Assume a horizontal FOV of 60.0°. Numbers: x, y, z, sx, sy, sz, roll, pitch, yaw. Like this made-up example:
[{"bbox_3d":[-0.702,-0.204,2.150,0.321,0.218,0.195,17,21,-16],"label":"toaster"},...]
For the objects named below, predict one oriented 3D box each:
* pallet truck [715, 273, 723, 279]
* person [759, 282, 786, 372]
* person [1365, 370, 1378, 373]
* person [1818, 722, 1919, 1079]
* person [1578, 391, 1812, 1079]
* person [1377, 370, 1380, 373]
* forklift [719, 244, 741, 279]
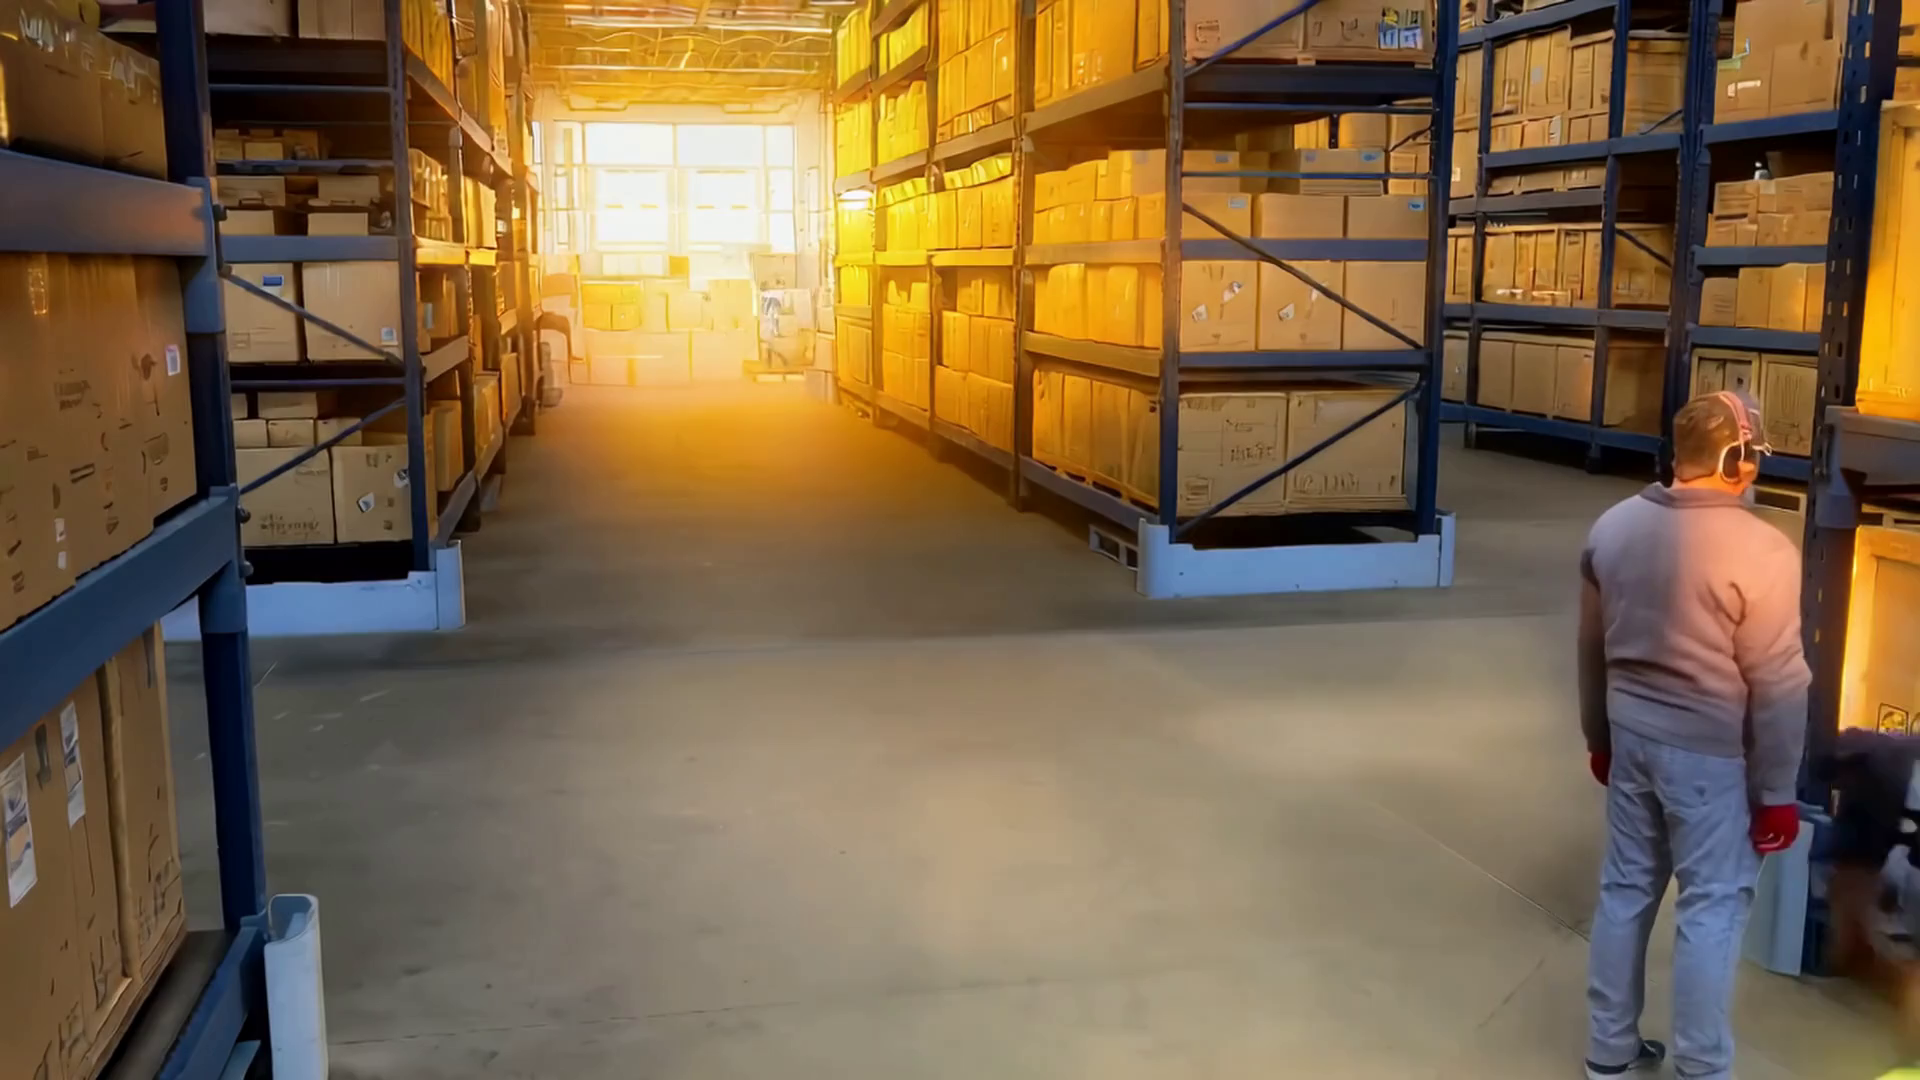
[{"bbox_3d":[-8.580,-8.986,62.280,1.885,1.965,0.823,1,9,5],"label":"pallet truck"},{"bbox_3d":[-3.963,-4.496,35.189,0.599,1.920,0.549,-8,12,-40],"label":"person"},{"bbox_3d":[3.645,-1.150,15.451,0.319,1.690,0.530,-9,13,-43],"label":"person"},{"bbox_3d":[1.012,1.079,1.598,0.568,1.791,1.002,-8,12,-40],"label":"person"},{"bbox_3d":[1.924,0.563,4.351,0.408,1.906,0.654,-4,10,-25],"label":"person"},{"bbox_3d":[5.126,-2.197,21.399,0.632,1.840,0.888,3,10,15],"label":"person"},{"bbox_3d":[-6.091,-6.487,44.366,1.873,2.768,1.129,-3,10,-20],"label":"forklift"}]
